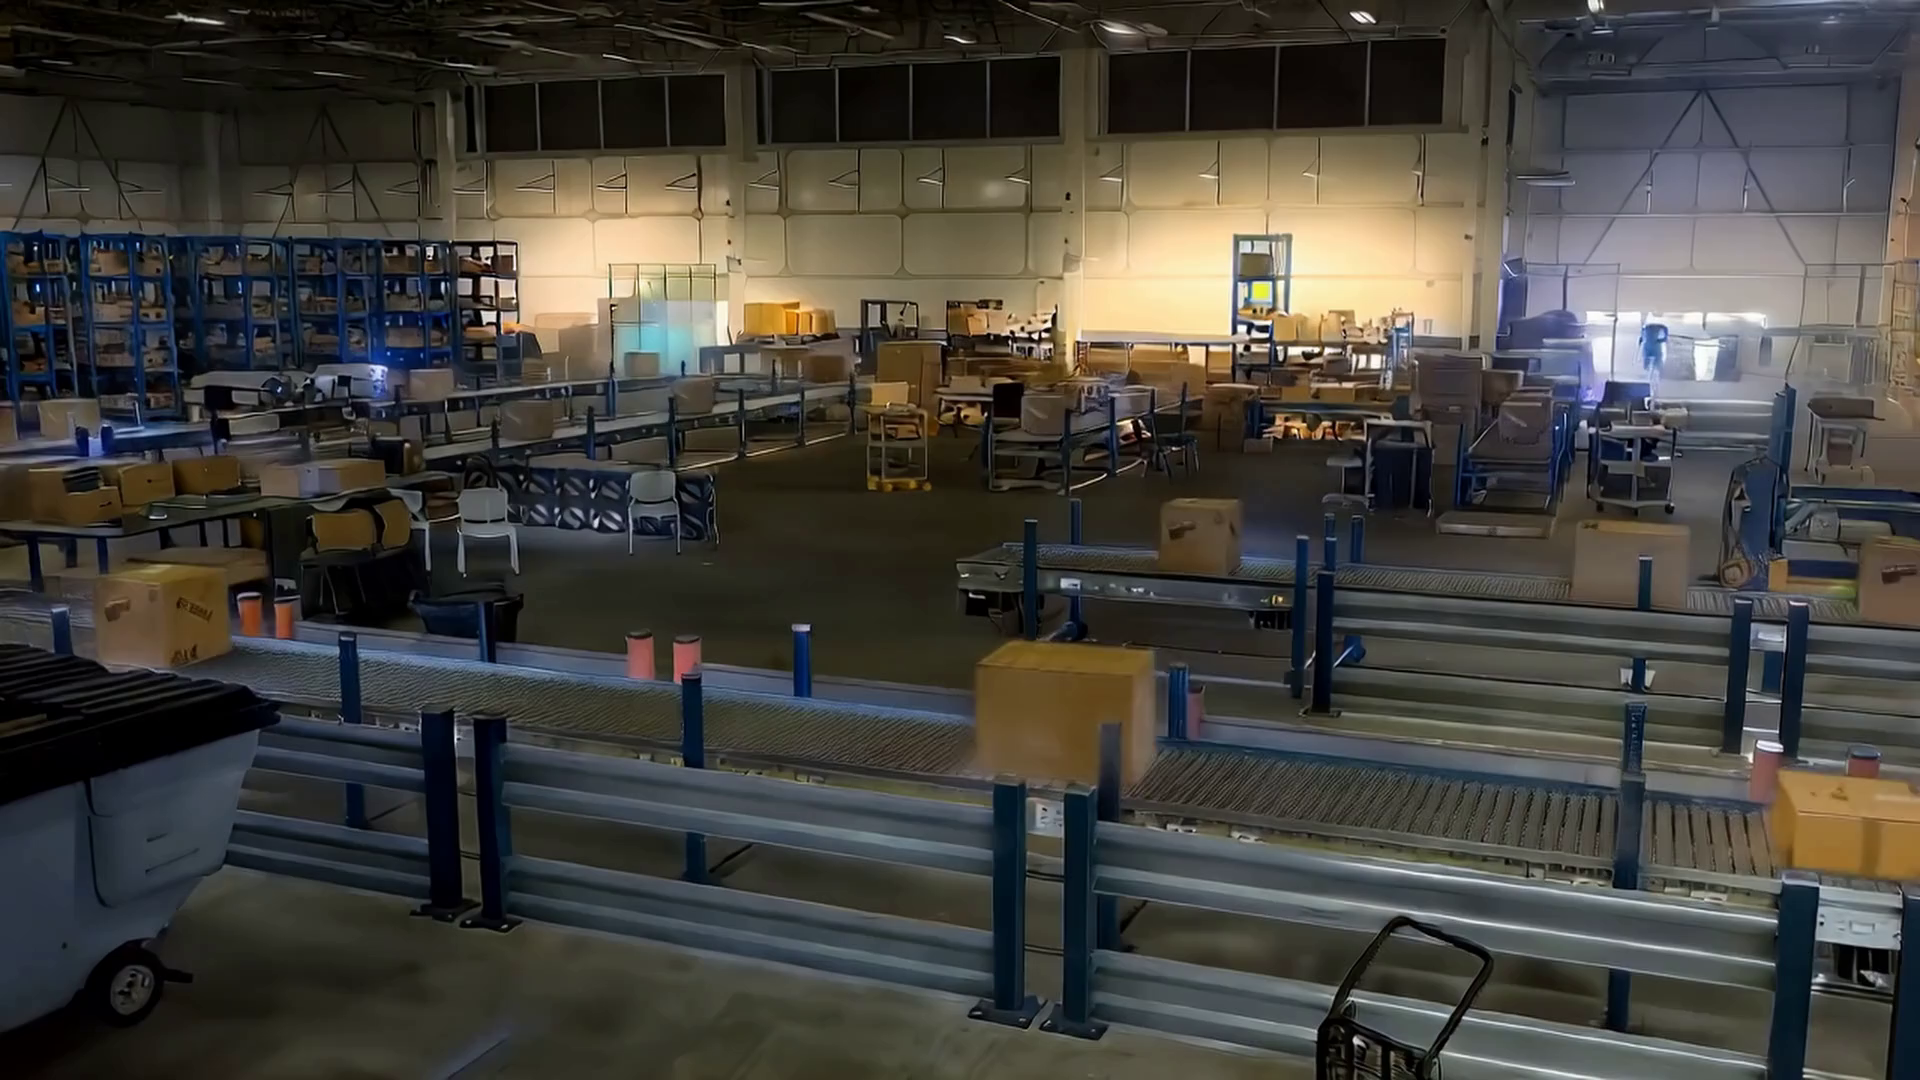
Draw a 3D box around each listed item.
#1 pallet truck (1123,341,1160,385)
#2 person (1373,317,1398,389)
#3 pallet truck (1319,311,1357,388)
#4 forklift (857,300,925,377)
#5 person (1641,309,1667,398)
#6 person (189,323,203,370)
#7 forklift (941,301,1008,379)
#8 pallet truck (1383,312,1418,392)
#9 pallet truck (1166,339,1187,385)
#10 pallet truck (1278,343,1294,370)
[{"bbox_3d":[4.445,-4.380,41.279,0.680,1.201,1.601,4,10,22],"label":"pallet truck"},{"bbox_3d":[9.309,-3.945,36.580,0.408,1.913,0.644,-5,11,-29],"label":"person"},{"bbox_3d":[9.071,-4.419,39.190,0.823,1.965,1.885,5,10,26],"label":"pallet truck"},{"bbox_3d":[-1.732,-5.109,42.468,1.157,1.987,2.680,4,10,22],"label":"forklift"},{"bbox_3d":[15.969,-4.288,38.263,0.371,2.044,0.608,-8,12,-40],"label":"person"},{"bbox_3d":[-17.937,-4.312,39.026,0.560,1.839,0.385,-5,11,-27],"label":"person"},{"bbox_3d":[0.365,-4.966,41.571,1.157,1.987,2.680,3,10,20],"label":"forklift"},{"bbox_3d":[10.207,-4.283,38.369,0.823,1.965,1.885,3,10,20],"label":"pallet truck"},{"bbox_3d":[5.418,-4.269,40.420,0.704,1.261,1.522,3,10,20],"label":"pallet truck"},{"bbox_3d":[7.886,-4.163,39.743,0.653,1.274,1.630,4,10,22],"label":"pallet truck"}]
